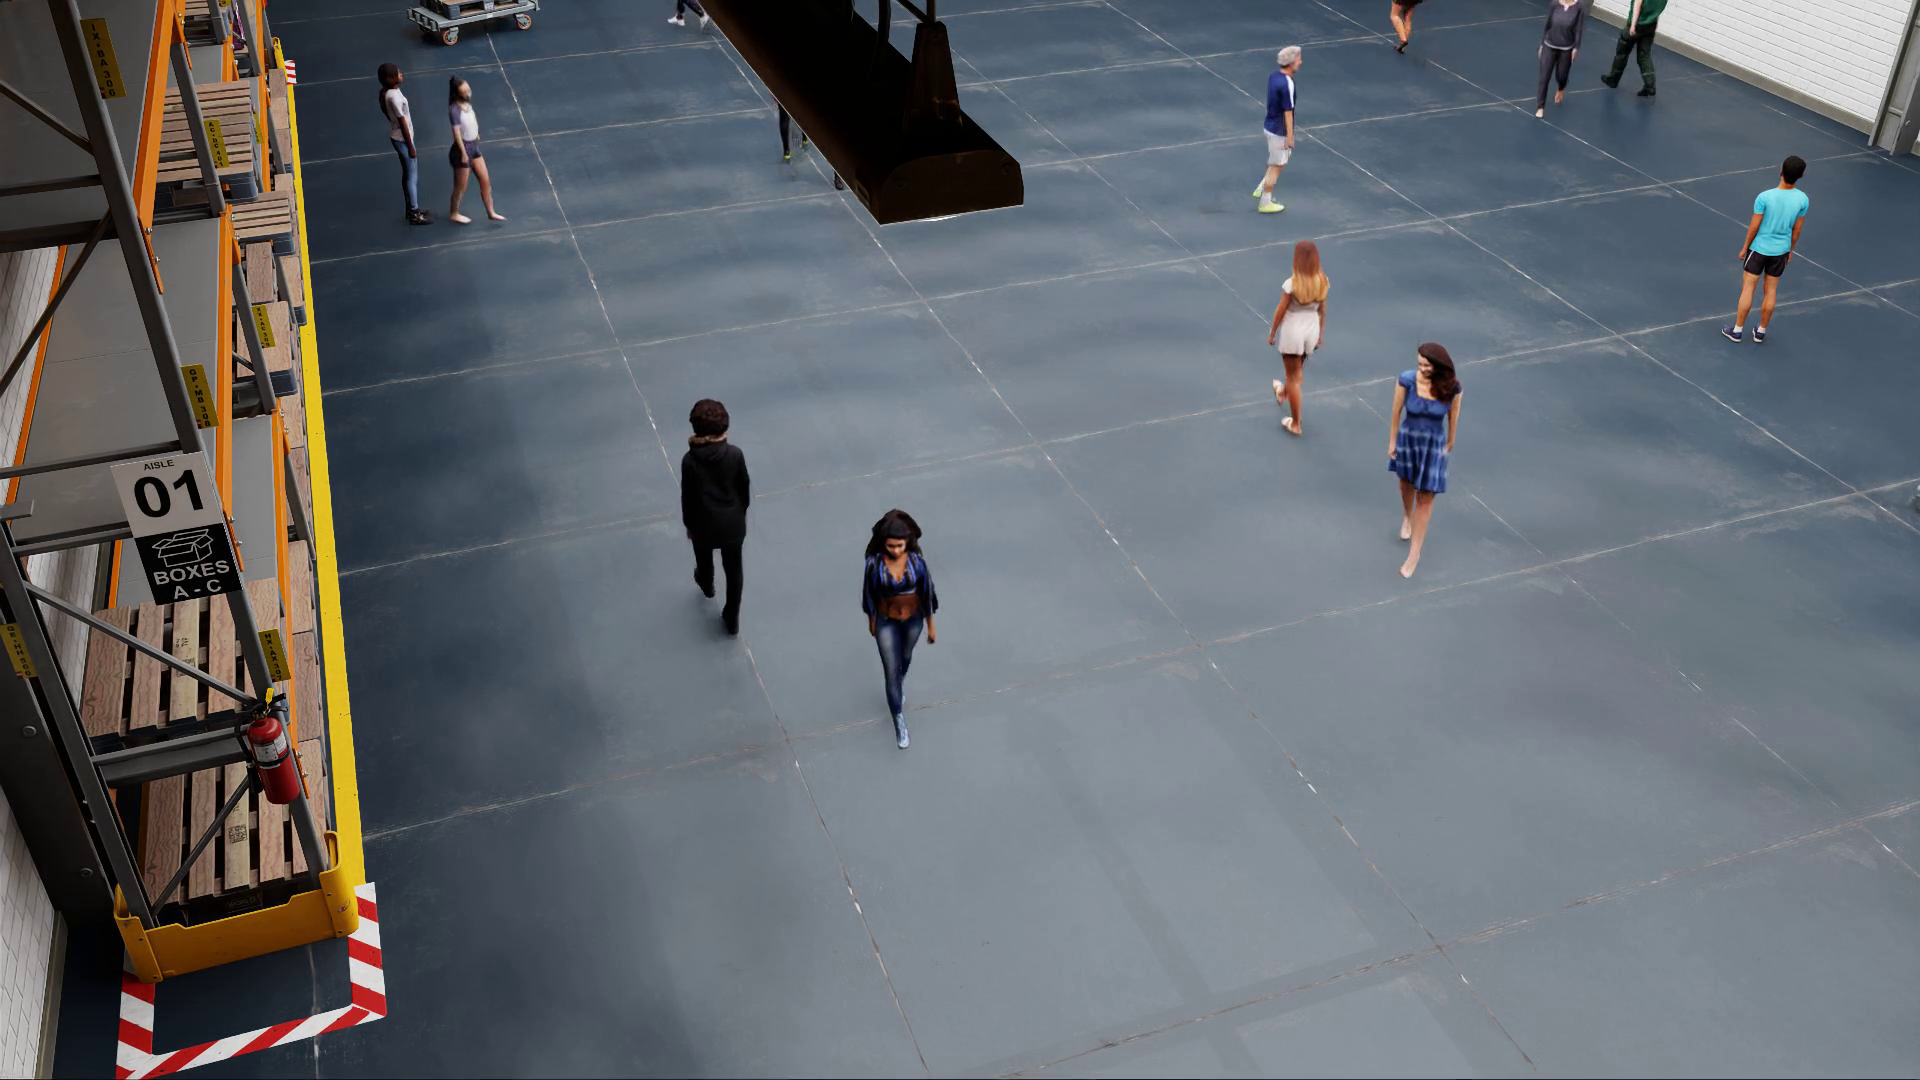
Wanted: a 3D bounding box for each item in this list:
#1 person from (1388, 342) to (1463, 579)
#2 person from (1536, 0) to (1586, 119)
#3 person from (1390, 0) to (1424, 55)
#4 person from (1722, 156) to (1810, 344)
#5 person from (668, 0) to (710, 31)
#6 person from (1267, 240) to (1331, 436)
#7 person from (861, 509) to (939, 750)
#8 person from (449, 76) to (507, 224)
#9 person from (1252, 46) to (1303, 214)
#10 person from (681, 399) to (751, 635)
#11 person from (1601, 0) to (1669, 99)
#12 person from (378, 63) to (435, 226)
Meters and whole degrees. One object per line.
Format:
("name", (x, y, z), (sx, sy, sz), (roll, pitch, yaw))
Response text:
("person", (3.394, -0.679, 12.311), (1.087, 1.750, 1.182), (12, 35, 18))
("person", (7.400, -6.117, 20.526), (0.899, 1.713, 0.959), (14, 36, 20))
("person", (6.100, -7.373, 22.456), (0.591, 1.669, 0.682), (-10, 35, -14))
("person", (7.429, -2.656, 15.263), (0.687, 1.775, 0.663), (3, 34, 5))
("person", (-3.859, -8.091, 23.422), (1.198, 1.795, 1.108), (17, 37, 24))
("person", (2.859, -1.657, 13.853), (0.595, 1.672, 0.951), (-10, 35, -14))
("person", (-0.397, 0.487, 10.709), (0.732, 1.582, 1.042), (-6, 34, -9))
("person", (-5.305, -4.106, 17.585), (0.930, 1.619, 0.911), (5, 34, 8))
("person", (3.334, -4.354, 17.845), (0.765, 1.745, 0.617), (-6, 34, -8))
("person", (-1.651, -0.098, 11.441), (0.675, 1.747, 0.969), (-10, 35, -14))
("person", (8.658, -6.473, 20.977), (0.644, 1.807, 1.133), (-11, 35, -16))
("person", (-5.907, -4.217, 17.663), (0.659, 1.719, 0.489), (-15, 36, -21))
